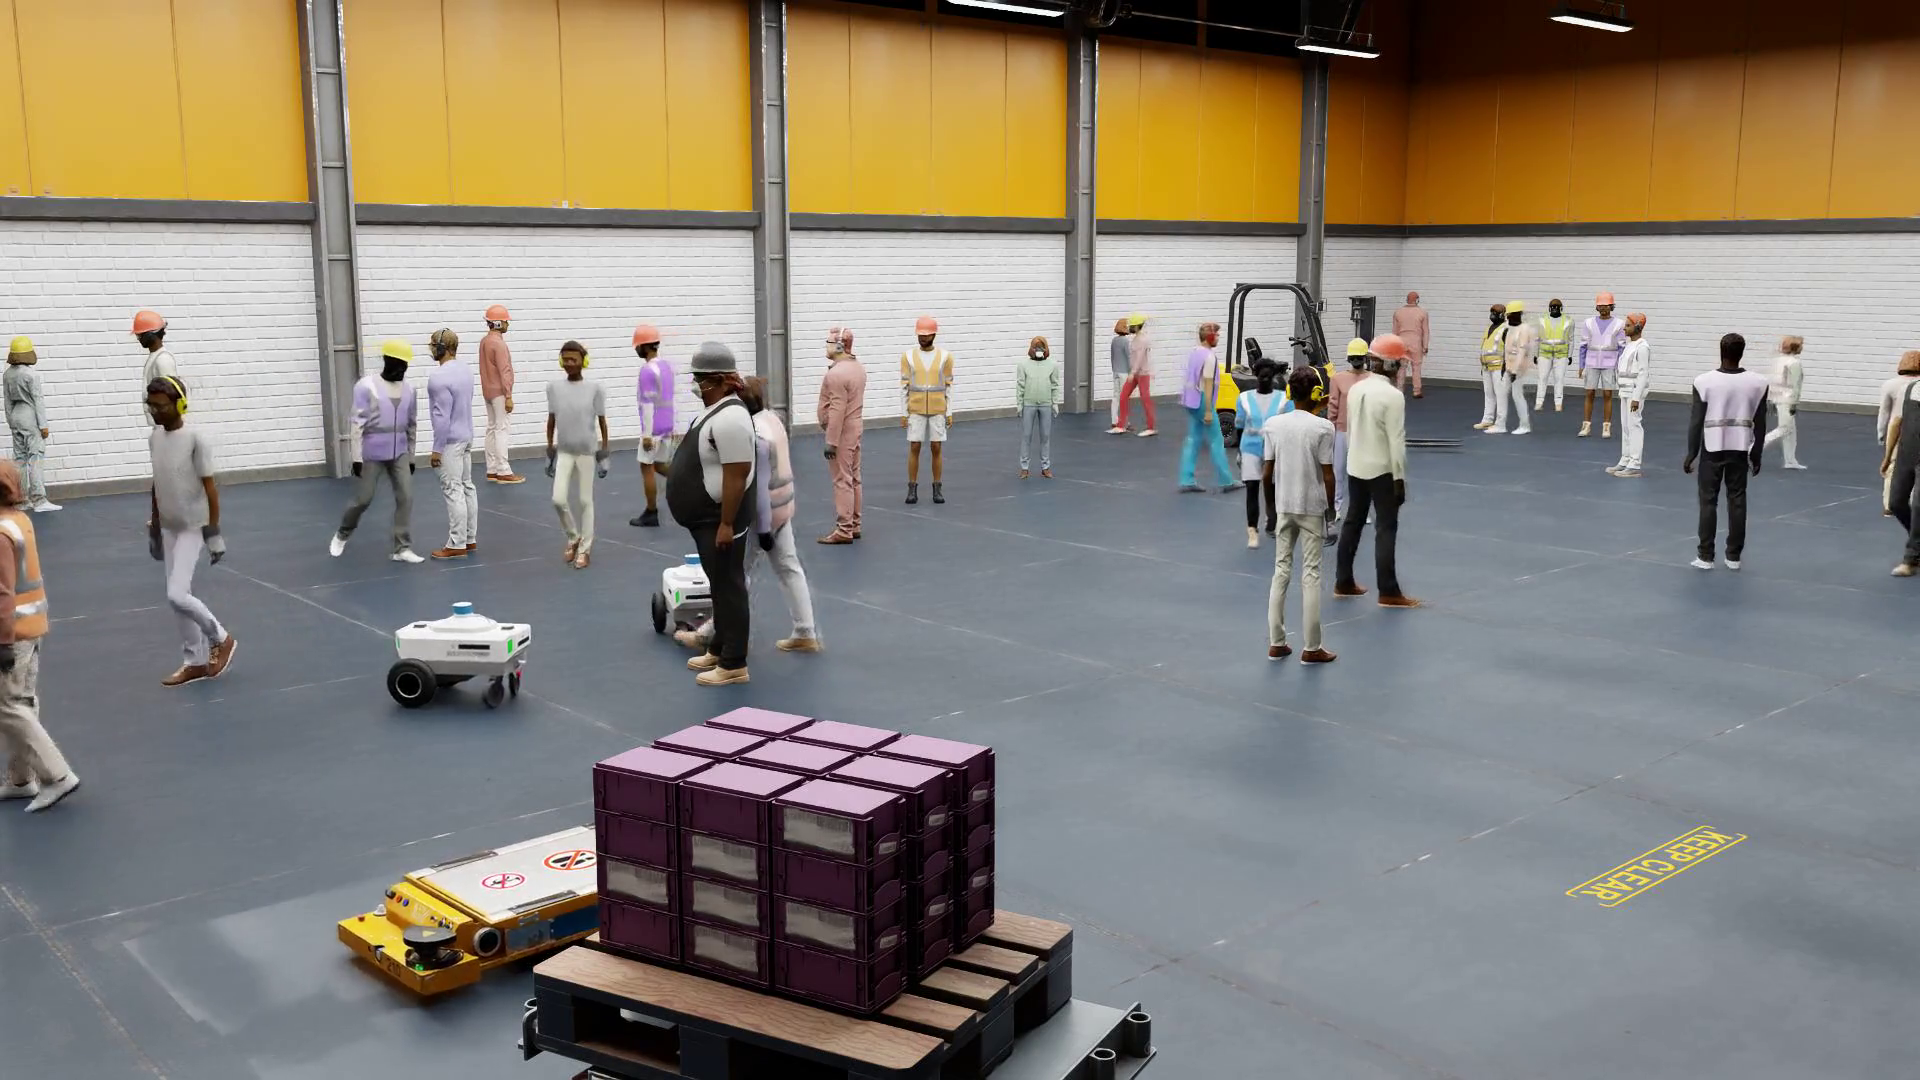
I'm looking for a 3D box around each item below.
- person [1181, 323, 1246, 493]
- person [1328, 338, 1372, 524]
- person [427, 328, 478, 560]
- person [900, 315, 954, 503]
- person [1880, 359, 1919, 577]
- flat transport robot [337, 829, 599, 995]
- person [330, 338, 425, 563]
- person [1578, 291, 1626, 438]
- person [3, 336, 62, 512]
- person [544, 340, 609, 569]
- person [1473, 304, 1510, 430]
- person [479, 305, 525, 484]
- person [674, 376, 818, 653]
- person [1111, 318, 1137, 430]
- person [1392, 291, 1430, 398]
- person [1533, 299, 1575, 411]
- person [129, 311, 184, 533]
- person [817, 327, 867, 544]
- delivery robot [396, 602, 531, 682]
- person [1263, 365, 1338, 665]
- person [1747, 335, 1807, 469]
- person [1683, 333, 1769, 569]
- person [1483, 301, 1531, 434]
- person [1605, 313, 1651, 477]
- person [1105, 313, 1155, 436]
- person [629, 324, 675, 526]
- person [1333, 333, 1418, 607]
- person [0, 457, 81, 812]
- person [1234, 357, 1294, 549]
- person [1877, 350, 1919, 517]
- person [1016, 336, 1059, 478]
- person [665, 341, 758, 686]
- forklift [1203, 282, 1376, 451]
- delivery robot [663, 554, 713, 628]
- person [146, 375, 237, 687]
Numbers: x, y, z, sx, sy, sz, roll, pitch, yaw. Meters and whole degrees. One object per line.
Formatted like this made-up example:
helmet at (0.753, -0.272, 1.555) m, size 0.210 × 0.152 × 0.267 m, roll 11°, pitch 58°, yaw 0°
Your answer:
person at (2.716, -1.404, 17.793) m, size 0.763 × 1.816 × 0.596 m, roll -2°, pitch 10°, yaw -14°
person at (3.746, -1.027, 15.754) m, size 0.526 × 1.768 × 0.331 m, roll 3°, pitch 10°, yaw 15°
person at (-4.269, -0.803, 13.943) m, size 0.372 × 1.940 × 0.631 m, roll 1°, pitch 10°, yaw 5°
person at (-0.335, -1.331, 17.044) m, size 0.548 × 1.934 × 0.375 m, roll 0°, pitch 10°, yaw -2°
person at (7.691, -0.637, 13.308) m, size 0.725 × 1.825 × 0.539 m, roll -6°, pitch 11°, yaw -29°
flat transport robot at (-1.535, 1.330, 6.325) m, size 1.431 × 0.197 × 0.652 m, roll -9°, pitch 13°, yaw -44°
person at (-4.836, -0.745, 13.786) m, size 0.798 × 1.879 × 0.616 m, roll 7°, pitch 12°, yaw 36°
person at (8.943, -2.436, 23.196) m, size 0.608 × 2.044 × 0.371 m, roll 5°, pitch 11°, yaw 29°
person at (-9.256, -1.151, 16.545) m, size 0.493 × 1.744 × 0.297 m, roll 4°, pitch 11°, yaw 23°
person at (-3.118, -0.688, 13.489) m, size 0.548 × 1.859 × 0.385 m, roll 0°, pitch 10°, yaw 1°
person at (7.784, -2.509, 24.206) m, size 0.429 × 1.846 × 0.625 m, roll -3°, pitch 10°, yaw -17°
person at (-5.151, -1.627, 18.599) m, size 0.382 × 1.993 × 0.622 m, roll -7°, pitch 12°, yaw -37°
person at (-1.339, -0.146, 10.529) m, size 0.905 × 1.789 × 0.668 m, roll 2°, pitch 10°, yaw 11°
person at (2.380, -2.416, 24.265) m, size 0.286 × 1.636 × 0.499 m, roll -5°, pitch 11°, yaw -29°
person at (8.063, -3.485, 29.736) m, size 0.652 × 1.906 × 0.403 m, roll 5°, pitch 11°, yaw 28°
person at (9.704, -3.021, 27.212) m, size 0.633 × 1.841 × 0.429 m, roll 4°, pitch 10°, yaw 21°
person at (-7.352, -1.080, 15.284) m, size 0.392 × 2.035 × 0.605 m, roll -6°, pitch 11°, yaw -31°
person at (-1.058, -0.919, 14.704) m, size 0.407 × 1.912 × 0.643 m, roll 2°, pitch 10°, yaw 13°
delivery robot at (-2.829, 0.599, 9.502) m, size 0.707 × 0.478 × 0.477 m, roll 1°, pitch 10°, yaw 5°
person at (2.128, -0.152, 10.365) m, size 0.509 × 1.861 × 0.329 m, roll 8°, pitch 12°, yaw 38°
person at (9.725, -1.625, 19.717) m, size 0.707 × 1.616 × 0.524 m, roll 1°, pitch 10°, yaw 6°
person at (6.195, -0.703, 13.487) m, size 0.612 × 1.932 × 0.472 m, roll 1°, pitch 10°, yaw 6°
person at (7.866, -2.433, 23.628) m, size 0.630 × 1.891 × 0.638 m, roll -1°, pitch 10°, yaw -7°
person at (7.727, -1.665, 19.149) m, size 0.356 × 1.883 × 0.574 m, roll 1°, pitch 10°, yaw 4°
person at (2.402, -2.304, 23.326) m, size 0.808 × 1.723 × 0.522 m, roll -3°, pitch 10°, yaw -19°
person at (-2.763, -1.055, 15.489) m, size 0.683 × 1.915 × 0.543 m, roll 2°, pitch 10°, yaw 14°
person at (3.039, -0.514, 12.119) m, size 0.395 × 1.991 × 0.619 m, roll -4°, pitch 11°, yaw -23°
person at (-4.345, 0.432, 7.610) m, size 0.385 × 1.639 × 0.520 m, roll -3°, pitch 10°, yaw -19°
person at (2.686, -0.792, 14.669) m, size 0.537 × 1.670 × 0.784 m, roll 2°, pitch 10°, yaw 10°
person at (9.169, -1.022, 16.112) m, size 0.516 × 1.626 × 0.299 m, roll 7°, pitch 12°, yaw 36°
person at (0.887, -1.519, 19.025) m, size 0.497 × 1.633 × 0.288 m, roll -1°, pitch 10°, yaw -6°
person at (-1.478, -0.166, 9.910) m, size 0.539 × 2.000 × 0.688 m, roll -3°, pitch 10°, yaw -15°
forklift at (4.328, -2.346, 22.227) m, size 2.313 × 2.155 × 1.214 m, roll 3°, pitch 10°, yaw 16°
delivery robot at (-1.766, 0.338, 11.028) m, size 0.477 × 0.478 × 0.707 m, roll -3°, pitch 10°, yaw -16°
person at (-4.580, -0.044, 9.753) m, size 0.564 × 1.849 × 0.404 m, roll 5°, pitch 11°, yaw 29°
